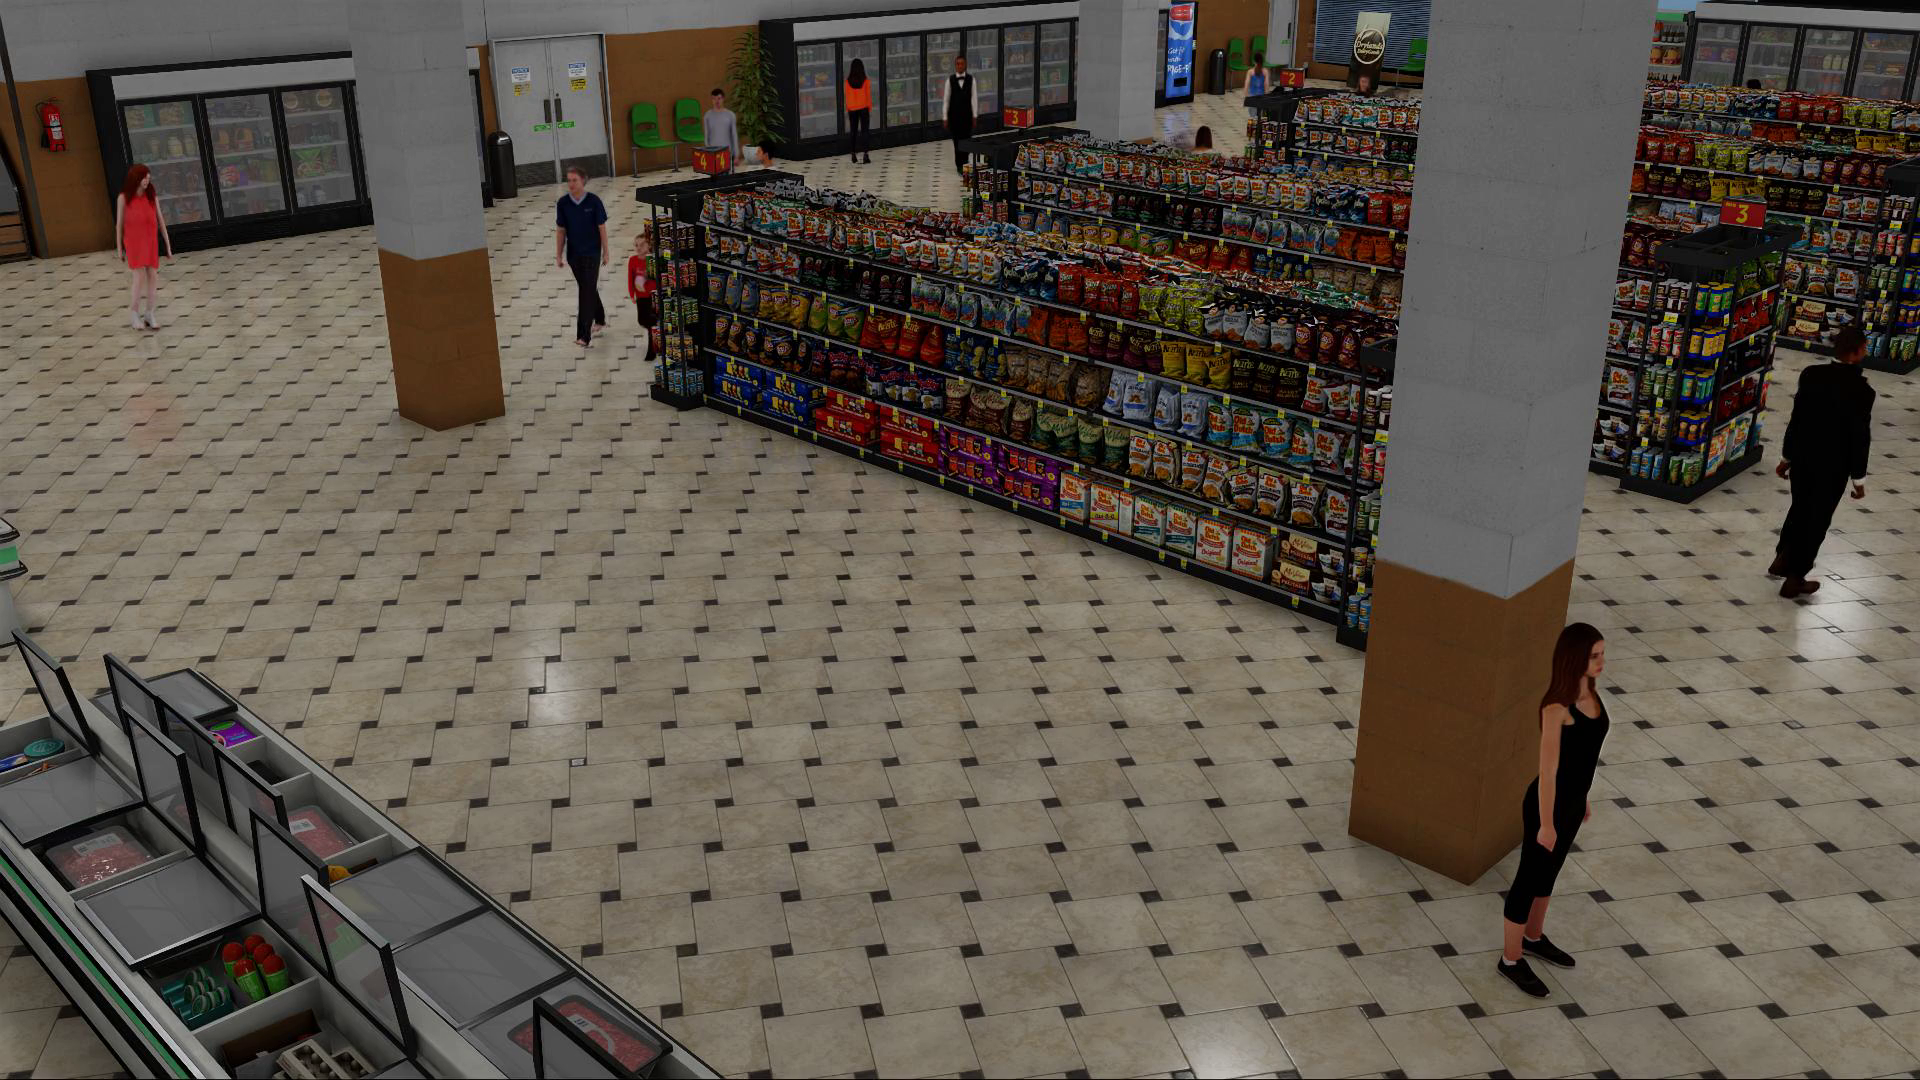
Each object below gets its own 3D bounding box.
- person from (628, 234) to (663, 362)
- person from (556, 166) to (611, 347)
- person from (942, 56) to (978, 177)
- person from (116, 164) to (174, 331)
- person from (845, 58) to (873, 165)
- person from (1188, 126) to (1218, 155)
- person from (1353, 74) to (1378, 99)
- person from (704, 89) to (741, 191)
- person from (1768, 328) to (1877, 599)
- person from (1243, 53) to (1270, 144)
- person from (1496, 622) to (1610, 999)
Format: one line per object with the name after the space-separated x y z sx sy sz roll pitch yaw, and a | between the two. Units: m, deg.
-3.190 -2.511 17.069 0.849 1.266 0.850 3 22 8 | person
-3.931 -2.987 17.515 1.232 1.816 1.186 4 22 9 | person
0.010 -6.920 27.237 1.266 1.865 1.316 0 22 1 | person
-8.845 -3.127 17.901 0.637 1.789 0.656 -15 26 -33 | person
-1.728 -7.324 28.401 0.635 1.747 0.761 8 23 18 | person
3.045 -4.447 21.352 0.864 1.664 0.871 10 24 23 | person
6.469 -6.624 26.778 1.105 1.659 1.105 3 22 6 | person
-3.396 -5.493 23.757 1.088 1.812 1.180 -1 22 -3 | person
5.735 -0.489 11.200 0.869 1.891 0.726 -12 25 -28 | person
5.452 -8.088 30.525 0.895 1.583 1.009 -3 22 -7 | person
2.620 1.159 7.318 0.505 1.726 0.569 19 29 39 | person
